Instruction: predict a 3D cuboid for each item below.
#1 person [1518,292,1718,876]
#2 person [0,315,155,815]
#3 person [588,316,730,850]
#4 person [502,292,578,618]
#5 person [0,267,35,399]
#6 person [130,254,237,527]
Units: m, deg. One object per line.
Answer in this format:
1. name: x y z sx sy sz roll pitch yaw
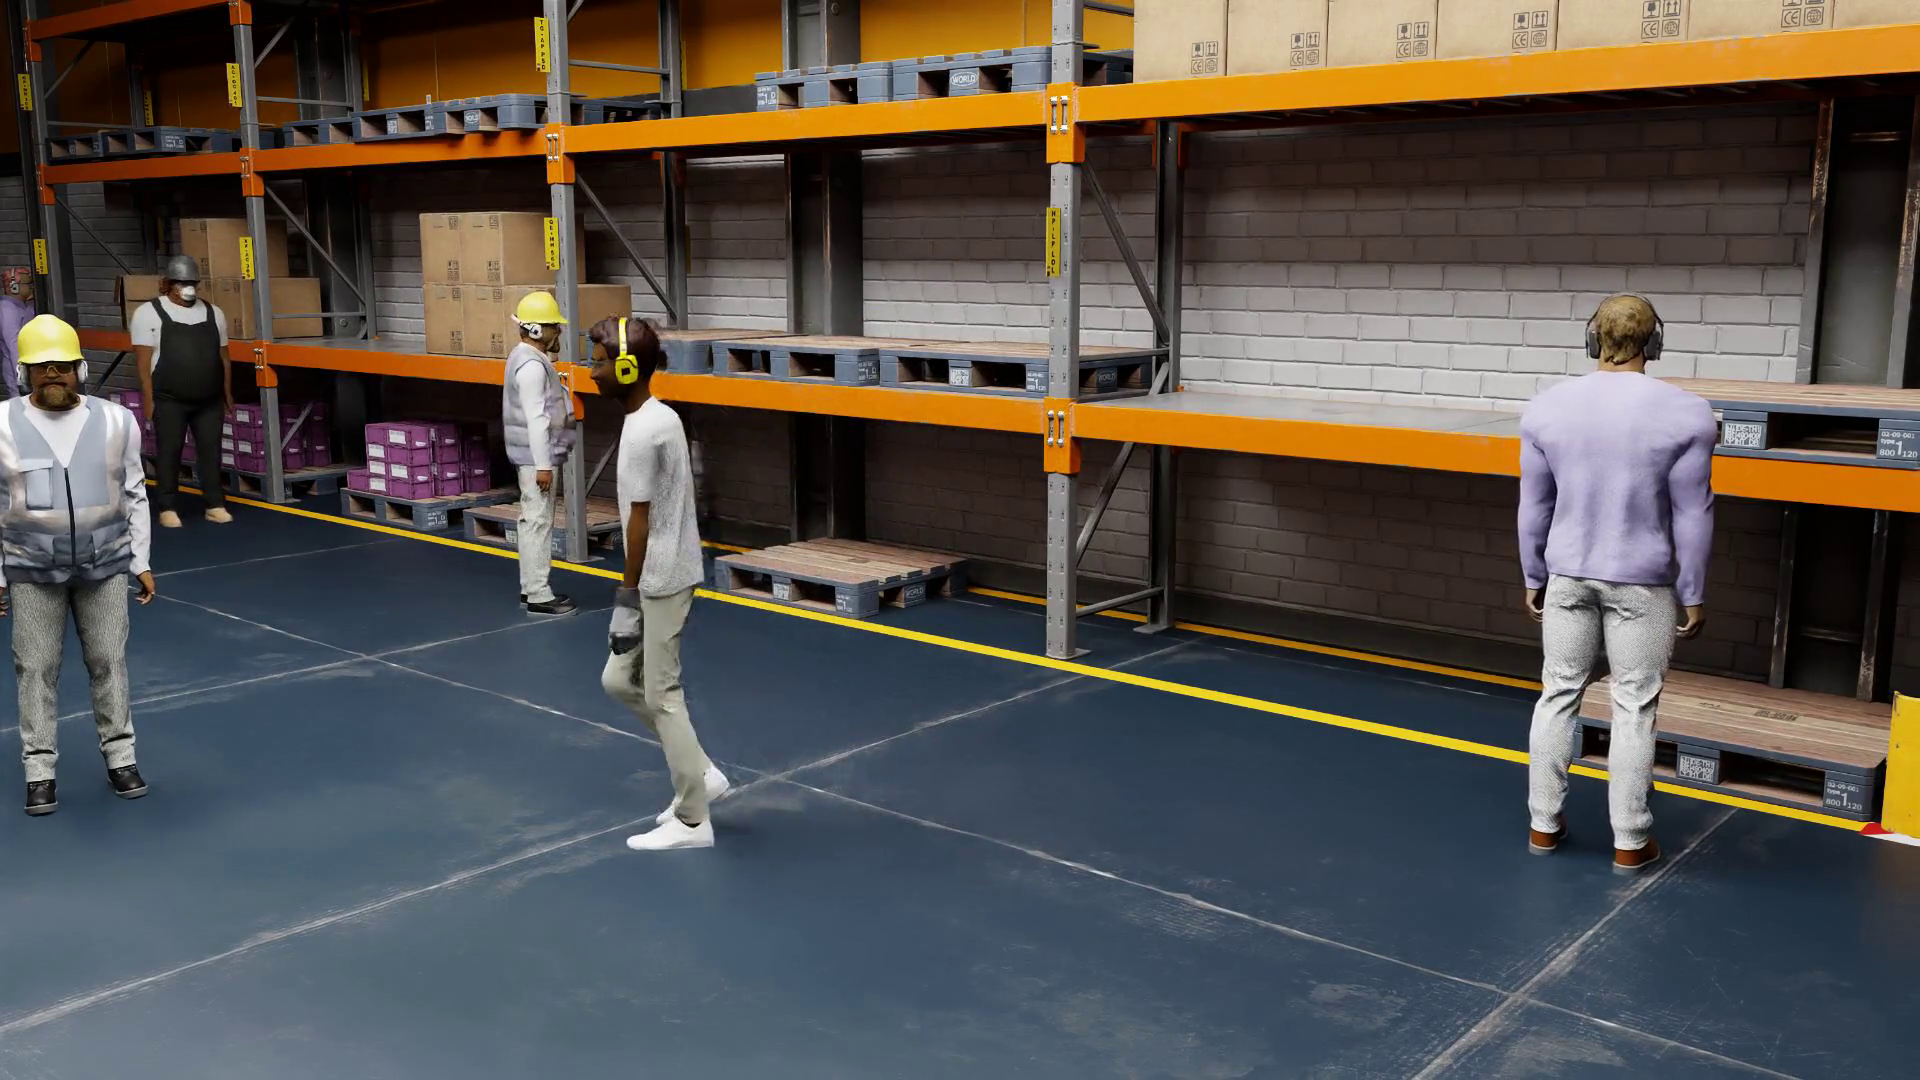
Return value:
1. person: 2.175 0.144 5.576 0.631 1.931 0.357 8 12 37
2. person: -3.310 0.087 6.177 0.588 1.834 0.403 -7 12 -35
3. person: -1.043 0.167 5.692 0.431 1.852 0.526 -2 10 -9
4. person: -2.369 -0.482 9.416 0.404 1.829 0.600 -3 11 -19
5. person: -8.132 -1.411 14.494 0.410 1.909 0.643 -5 11 -27
6. person: -5.771 -1.119 12.451 0.536 2.000 0.693 10 14 44
